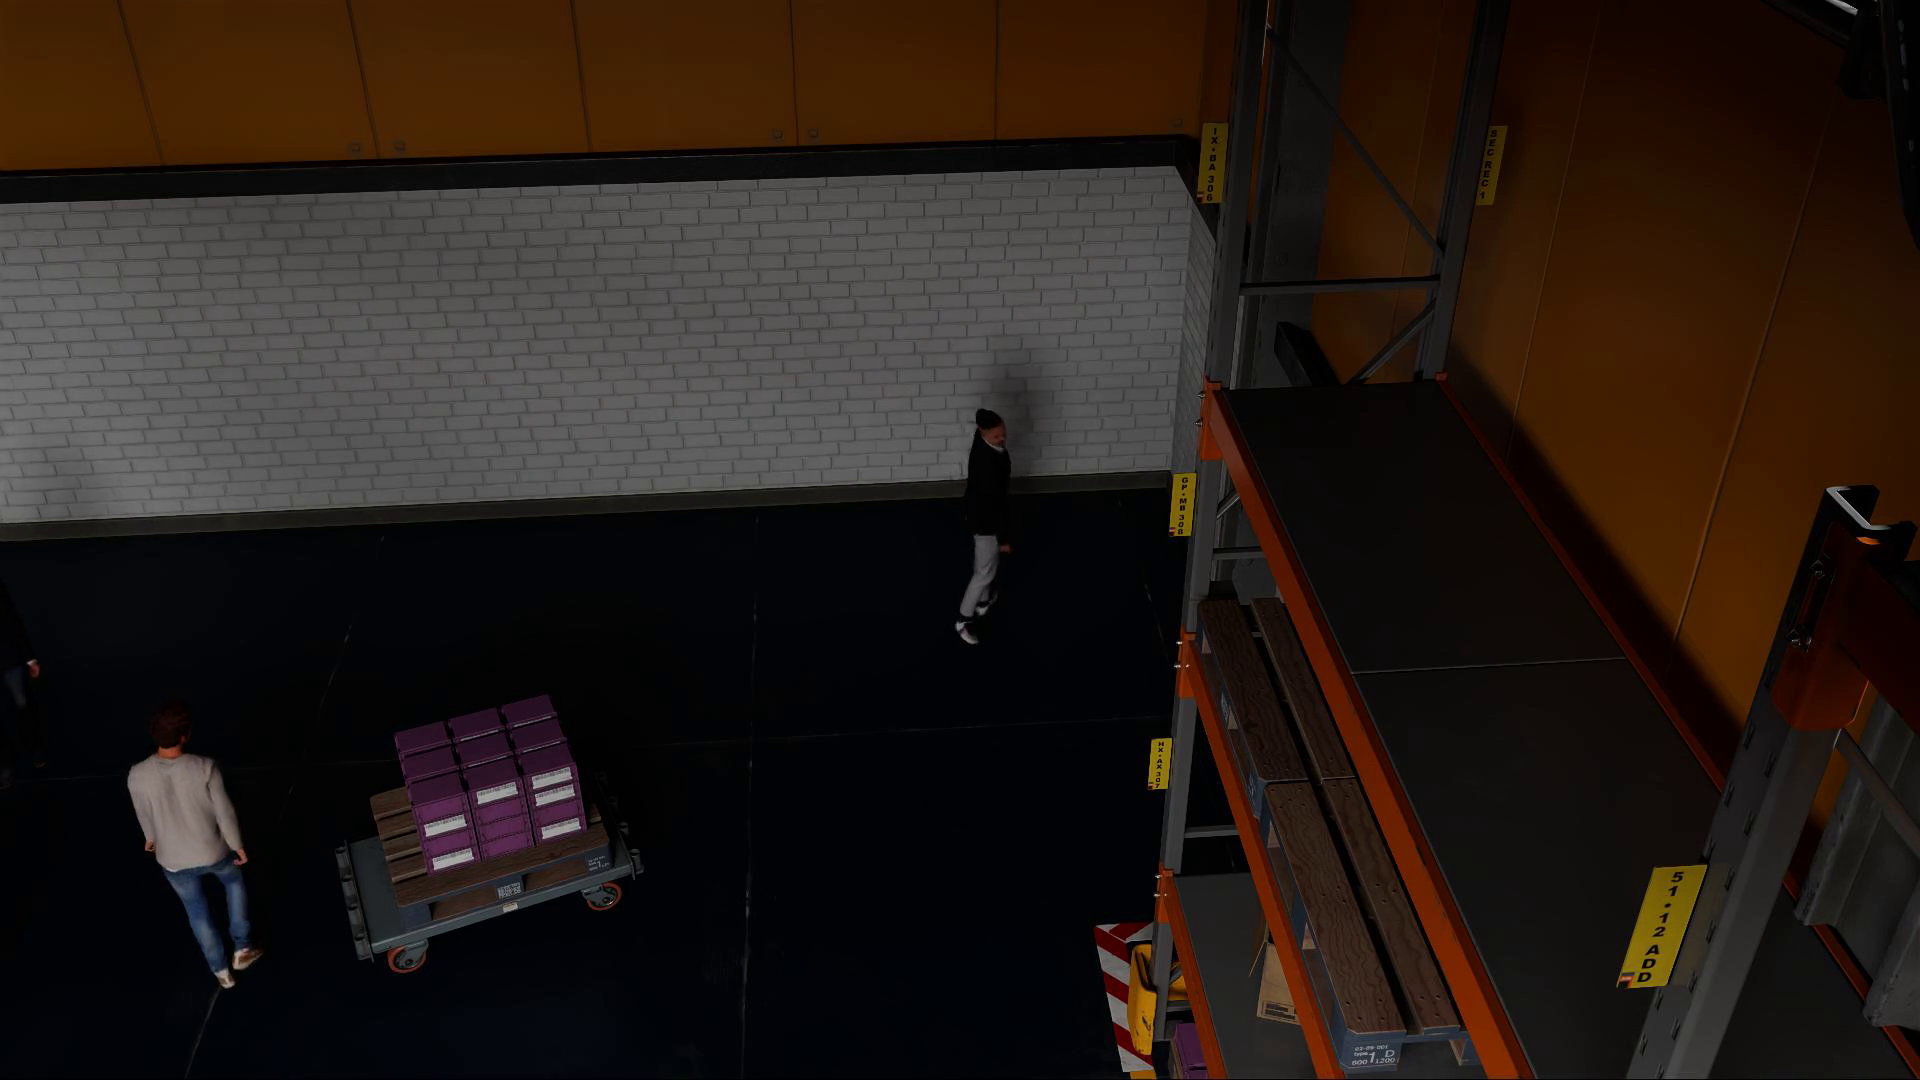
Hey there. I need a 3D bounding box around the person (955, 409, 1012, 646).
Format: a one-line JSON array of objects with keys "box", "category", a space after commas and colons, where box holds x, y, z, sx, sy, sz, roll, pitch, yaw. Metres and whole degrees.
[{"box": [0.170, -0.222, 11.969, 0.911, 1.905, 0.569, -11, 35, -17], "category": "person"}]

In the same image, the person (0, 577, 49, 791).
[{"box": [-6.235, 0.695, 10.684, 0.808, 1.800, 0.819, -16, 37, -23], "category": "person"}]

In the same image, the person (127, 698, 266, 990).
[{"box": [-4.146, 1.749, 9.032, 0.775, 1.873, 0.729, -12, 35, -17], "category": "person"}]
